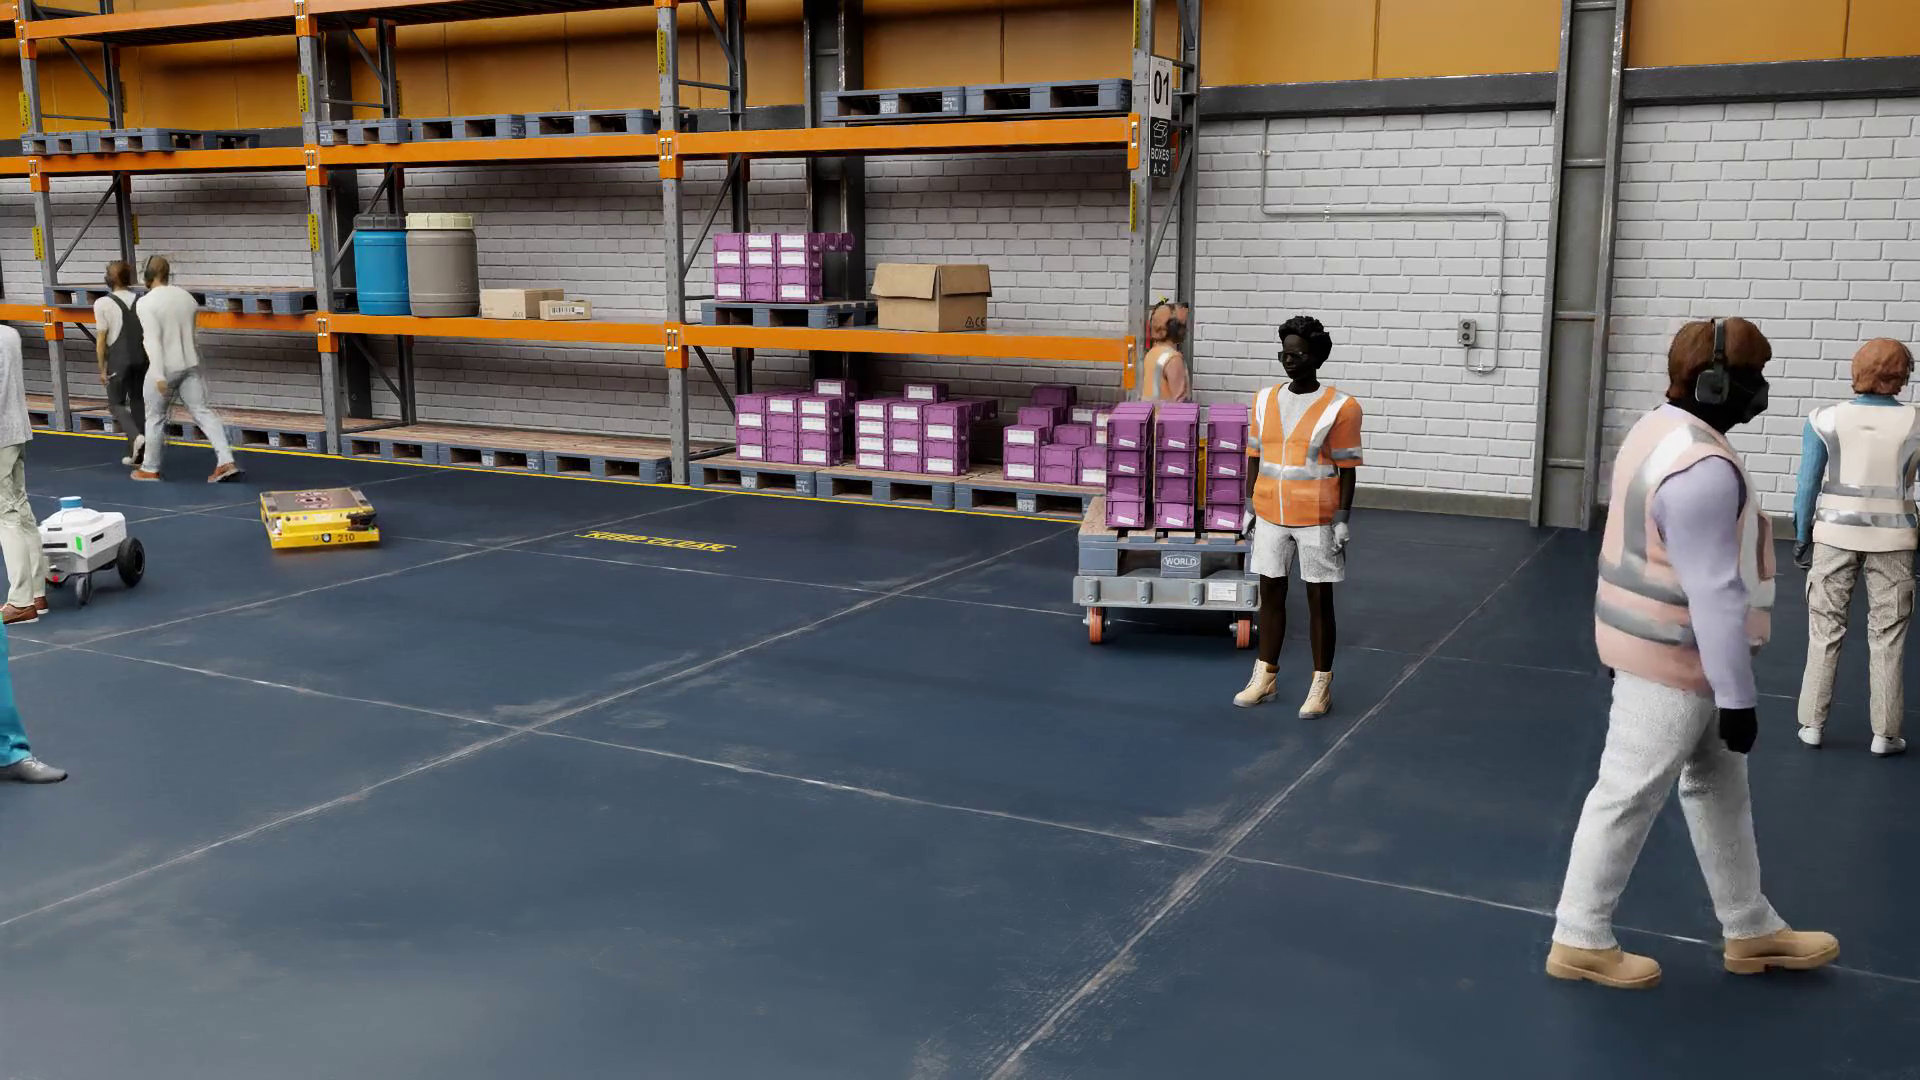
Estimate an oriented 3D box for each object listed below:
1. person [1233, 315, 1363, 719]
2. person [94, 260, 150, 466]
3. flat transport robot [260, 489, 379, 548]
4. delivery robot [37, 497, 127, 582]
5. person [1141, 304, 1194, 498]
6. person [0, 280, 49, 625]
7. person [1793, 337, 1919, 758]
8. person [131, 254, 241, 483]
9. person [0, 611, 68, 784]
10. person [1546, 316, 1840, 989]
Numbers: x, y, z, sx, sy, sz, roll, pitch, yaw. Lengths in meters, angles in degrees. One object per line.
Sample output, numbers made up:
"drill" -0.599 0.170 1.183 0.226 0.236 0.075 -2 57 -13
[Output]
"person" 1.429 -0.096 7.040 0.533 1.697 0.319 8 13 38
"person" -7.253 -1.527 14.545 0.571 1.830 0.505 9 14 40
"flat transport robot" -4.396 -0.171 11.367 0.652 0.197 1.431 -5 11 -25
"delivery robot" -5.001 -0.001 9.397 0.477 0.478 0.707 -1 10 -7
"person" 1.180 -0.624 10.135 0.626 1.619 0.507 -1 10 -7
"person" -5.042 -0.485 8.695 0.326 1.874 0.519 -2 11 -11
"person" 3.537 0.032 6.503 0.523 1.636 0.309 7 12 32
"person" -6.420 -1.393 13.653 1.027 1.895 0.617 4 11 22
"person" -3.834 0.026 6.077 0.908 1.811 0.579 2 10 9
"person" 2.017 0.331 4.372 0.867 1.807 0.660 3 11 15
